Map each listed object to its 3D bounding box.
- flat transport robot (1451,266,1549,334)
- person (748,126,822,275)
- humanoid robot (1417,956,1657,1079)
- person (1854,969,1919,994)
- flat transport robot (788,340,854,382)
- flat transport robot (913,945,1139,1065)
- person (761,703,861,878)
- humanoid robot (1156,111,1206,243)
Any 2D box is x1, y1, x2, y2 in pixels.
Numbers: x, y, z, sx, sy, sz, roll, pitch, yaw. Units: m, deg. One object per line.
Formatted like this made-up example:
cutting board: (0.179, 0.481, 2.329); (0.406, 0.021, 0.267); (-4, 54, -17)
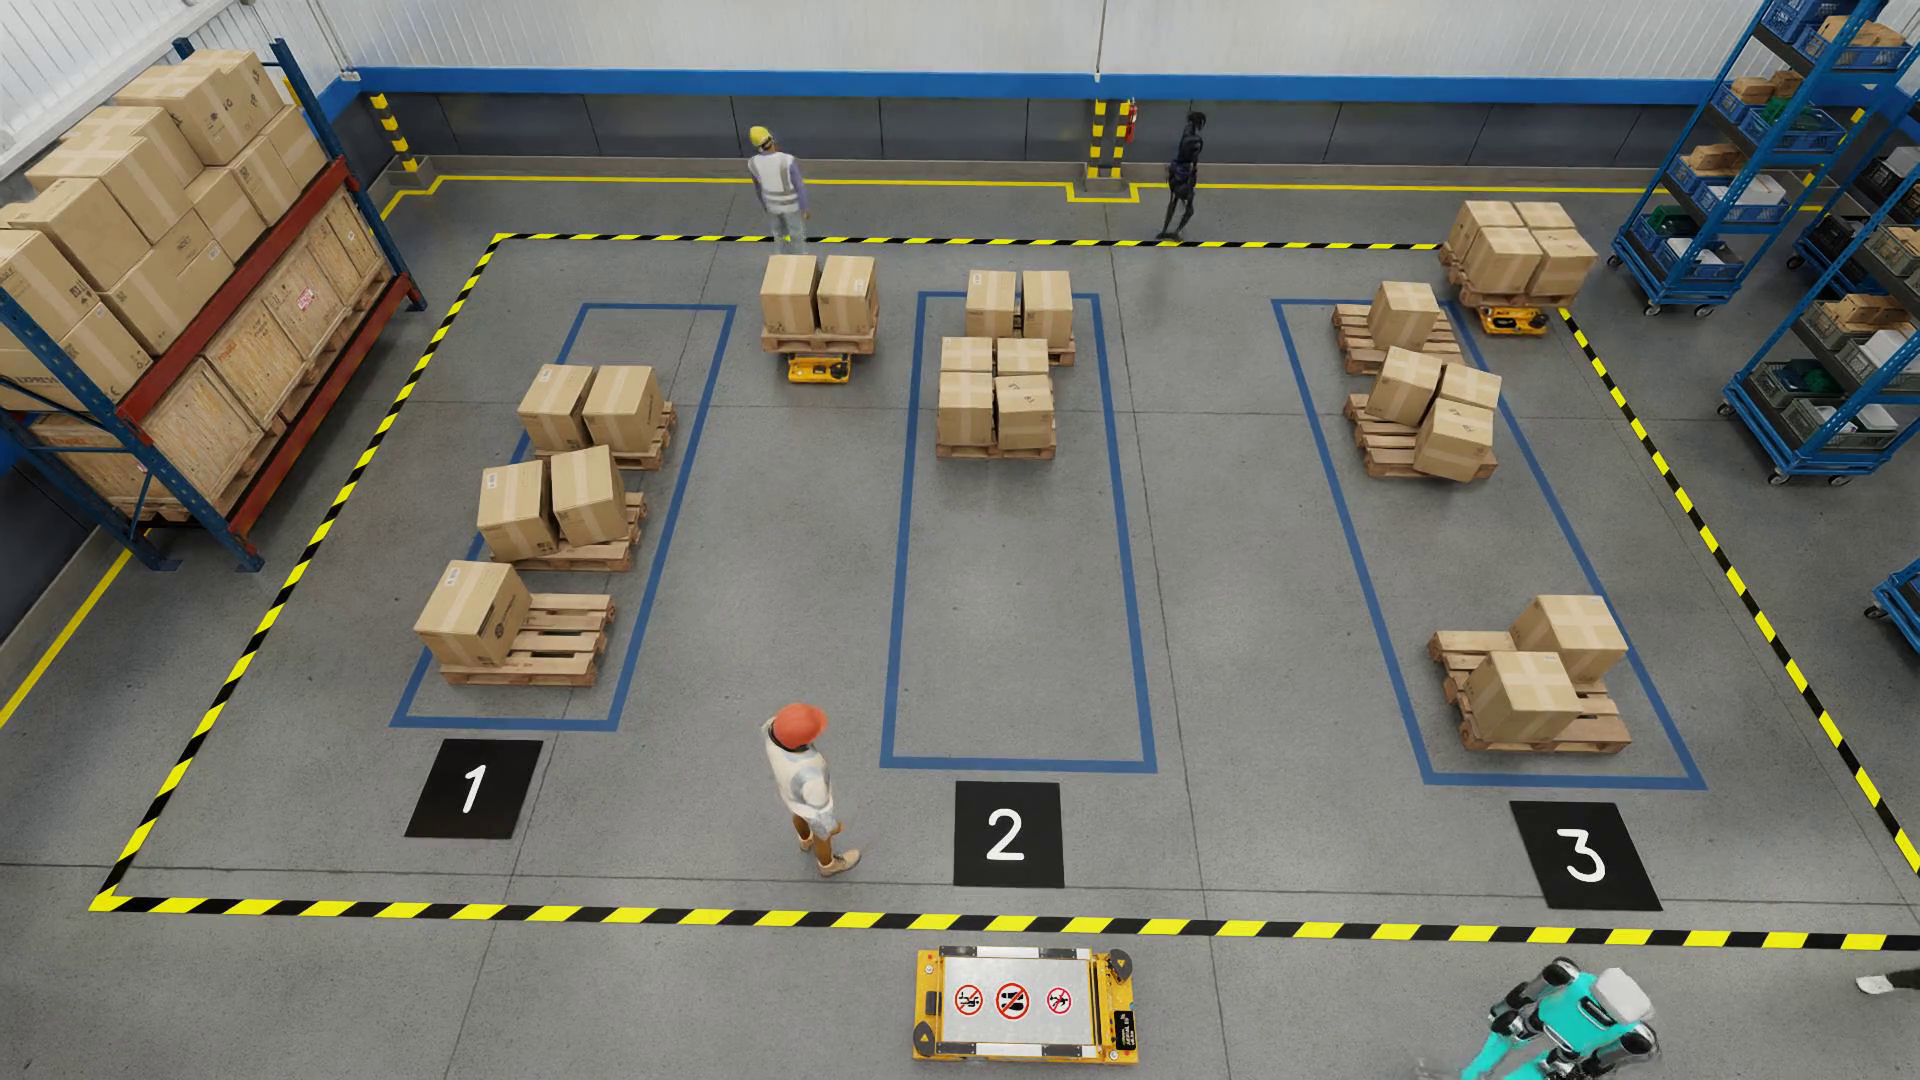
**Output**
flat transport robot: (6.391, -2.975, 10.893); (0.652, 0.197, 1.431); (1, 51, 1)
person: (-2.019, -3.913, 10.707); (0.729, 1.787, 0.407); (10, 51, 8)
humanoid robot: (3.122, 2.944, 5.136); (0.780, 1.769, 0.539); (-33, 58, -24)
person: (6.529, 2.389, 5.553); (0.980, 1.794, 0.598); (-4, 51, -3)
flat transport robot: (-1.528, -2.325, 10.363); (0.652, 0.197, 1.431); (1, 51, 1)
flat transport robot: (0.422, 3.041, 6.007); (1.431, 0.231, 0.659); (1, 51, 1)
person: (-0.966, 1.634, 6.011); (0.389, 2.040, 0.613); (-31, 57, -23)
humanoid robot: (2.715, -4.413, 11.177); (0.354, 1.648, 0.585); (-9, 51, -7)
